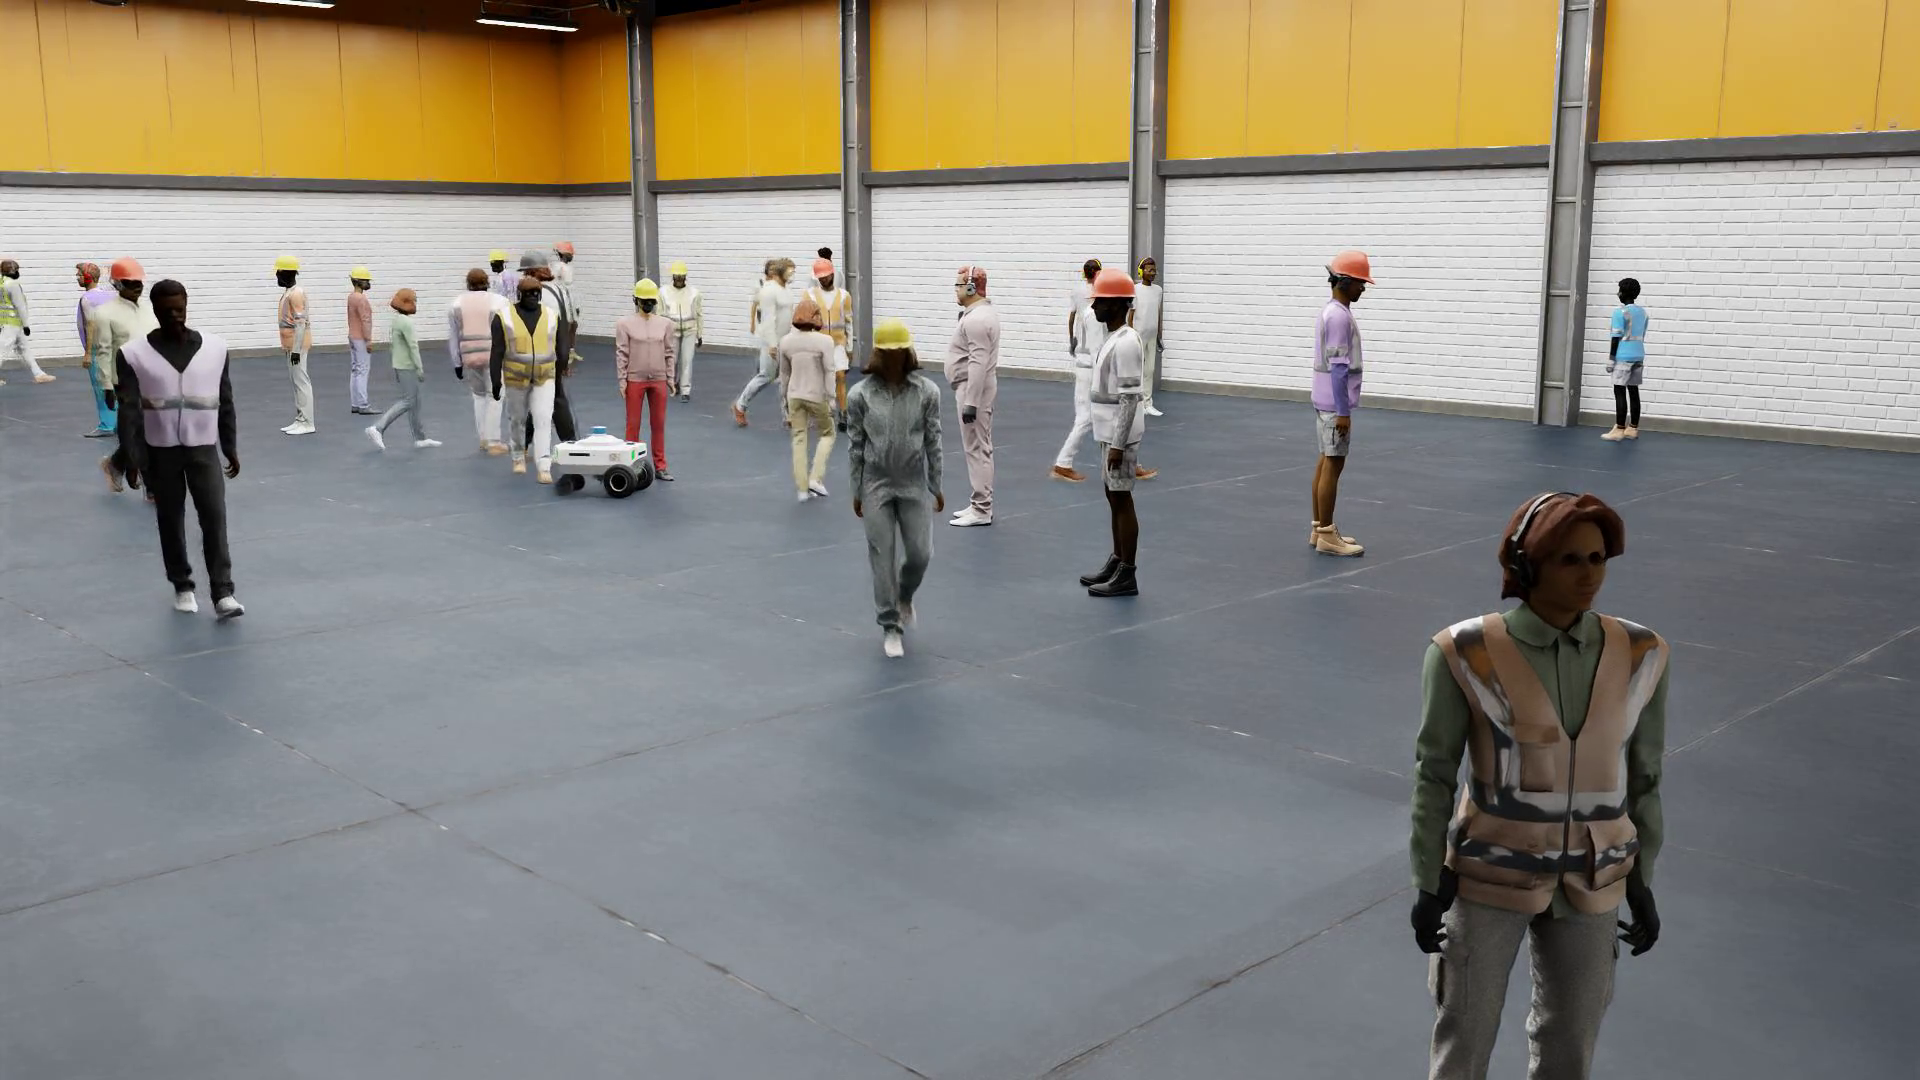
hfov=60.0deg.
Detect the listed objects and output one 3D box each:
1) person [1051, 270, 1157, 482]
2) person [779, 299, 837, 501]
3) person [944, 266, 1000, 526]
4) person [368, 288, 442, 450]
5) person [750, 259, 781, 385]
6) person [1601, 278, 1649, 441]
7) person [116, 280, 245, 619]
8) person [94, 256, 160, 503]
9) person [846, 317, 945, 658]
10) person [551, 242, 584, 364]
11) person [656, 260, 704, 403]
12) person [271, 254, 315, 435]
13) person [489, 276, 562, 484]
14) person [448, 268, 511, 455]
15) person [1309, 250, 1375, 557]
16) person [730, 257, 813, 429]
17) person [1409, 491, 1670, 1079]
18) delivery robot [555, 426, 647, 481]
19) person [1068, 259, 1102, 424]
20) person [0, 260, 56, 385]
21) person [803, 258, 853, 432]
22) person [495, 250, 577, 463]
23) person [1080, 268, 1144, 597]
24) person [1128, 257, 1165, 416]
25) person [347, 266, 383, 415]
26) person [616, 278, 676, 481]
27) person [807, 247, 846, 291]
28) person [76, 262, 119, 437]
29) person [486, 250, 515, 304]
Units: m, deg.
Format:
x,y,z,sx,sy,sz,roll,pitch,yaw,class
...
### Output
x,y,z,sx,sy,sz,roll,pitch,yaw,class
1.241,-1.408,14.385,0.823,1.856,0.585,3,11,18,person
-1.204,-1.122,13.384,0.527,1.615,0.386,4,11,21,person
0.086,-1.056,12.269,0.407,1.906,0.655,1,10,6,person
-5.573,-1.695,16.543,0.698,1.610,0.501,-6,12,-30,person
-2.733,-3.147,24.018,0.511,1.785,0.987,-8,13,-38,person
6.956,-1.882,17.362,0.535,1.692,0.319,-8,13,-36,person
-4.280,-0.478,9.173,0.627,1.876,0.923,-7,13,-34,person
-6.635,-1.276,13.301,0.802,1.968,0.622,4,11,21,person
-0.331,-0.279,8.499,0.506,1.725,0.449,-2,11,-11,person
-6.464,-3.930,27.624,0.698,2.017,0.630,-7,12,-32,person
-3.596,-2.683,21.378,0.609,1.816,0.605,-2,11,-11,person
-7.165,-2.099,17.892,0.359,1.930,0.588,-6,12,-29,person
-3.806,-1.422,14.614,0.639,1.791,0.995,-4,11,-23,person
-4.609,-1.749,16.323,0.666,1.815,0.695,1,10,4,person
2.547,-0.911,11.130,0.383,2.036,0.605,1,10,6,person
-2.089,-2.166,18.371,0.917,1.897,0.658,4,11,23,person
1.158,0.711,3.363,0.523,1.639,0.306,-1,10,-4,person
-2.964,-0.695,13.730,0.707,0.478,0.477,2,10,9,delivery robot
1.477,-2.227,18.756,0.538,1.869,0.313,5,12,27,person
-13.588,-3.106,23.814,0.644,1.783,1.013,9,13,39,person
-1.422,-2.120,18.142,0.557,1.870,1.015,-2,11,-10,person
-4.027,-1.736,15.612,0.957,2.000,0.689,1,10,3,person
0.906,-0.630,9.859,0.363,1.939,0.542,0,10,-2,person
2.200,-2.385,19.628,0.514,1.867,0.328,-7,13,-34,person
-7.142,-2.384,19.897,0.327,1.765,0.529,-8,13,-36,person
-2.705,-1.370,14.376,0.523,1.765,0.316,-6,12,-30,person
-1.986,-3.360,24.692,0.599,1.958,0.373,-4,11,-21,person
-9.141,-2.014,17.649,0.389,1.849,0.566,-2,11,-10,person
-7.181,-3.569,25.972,0.478,1.902,0.615,-7,12,-33,person
